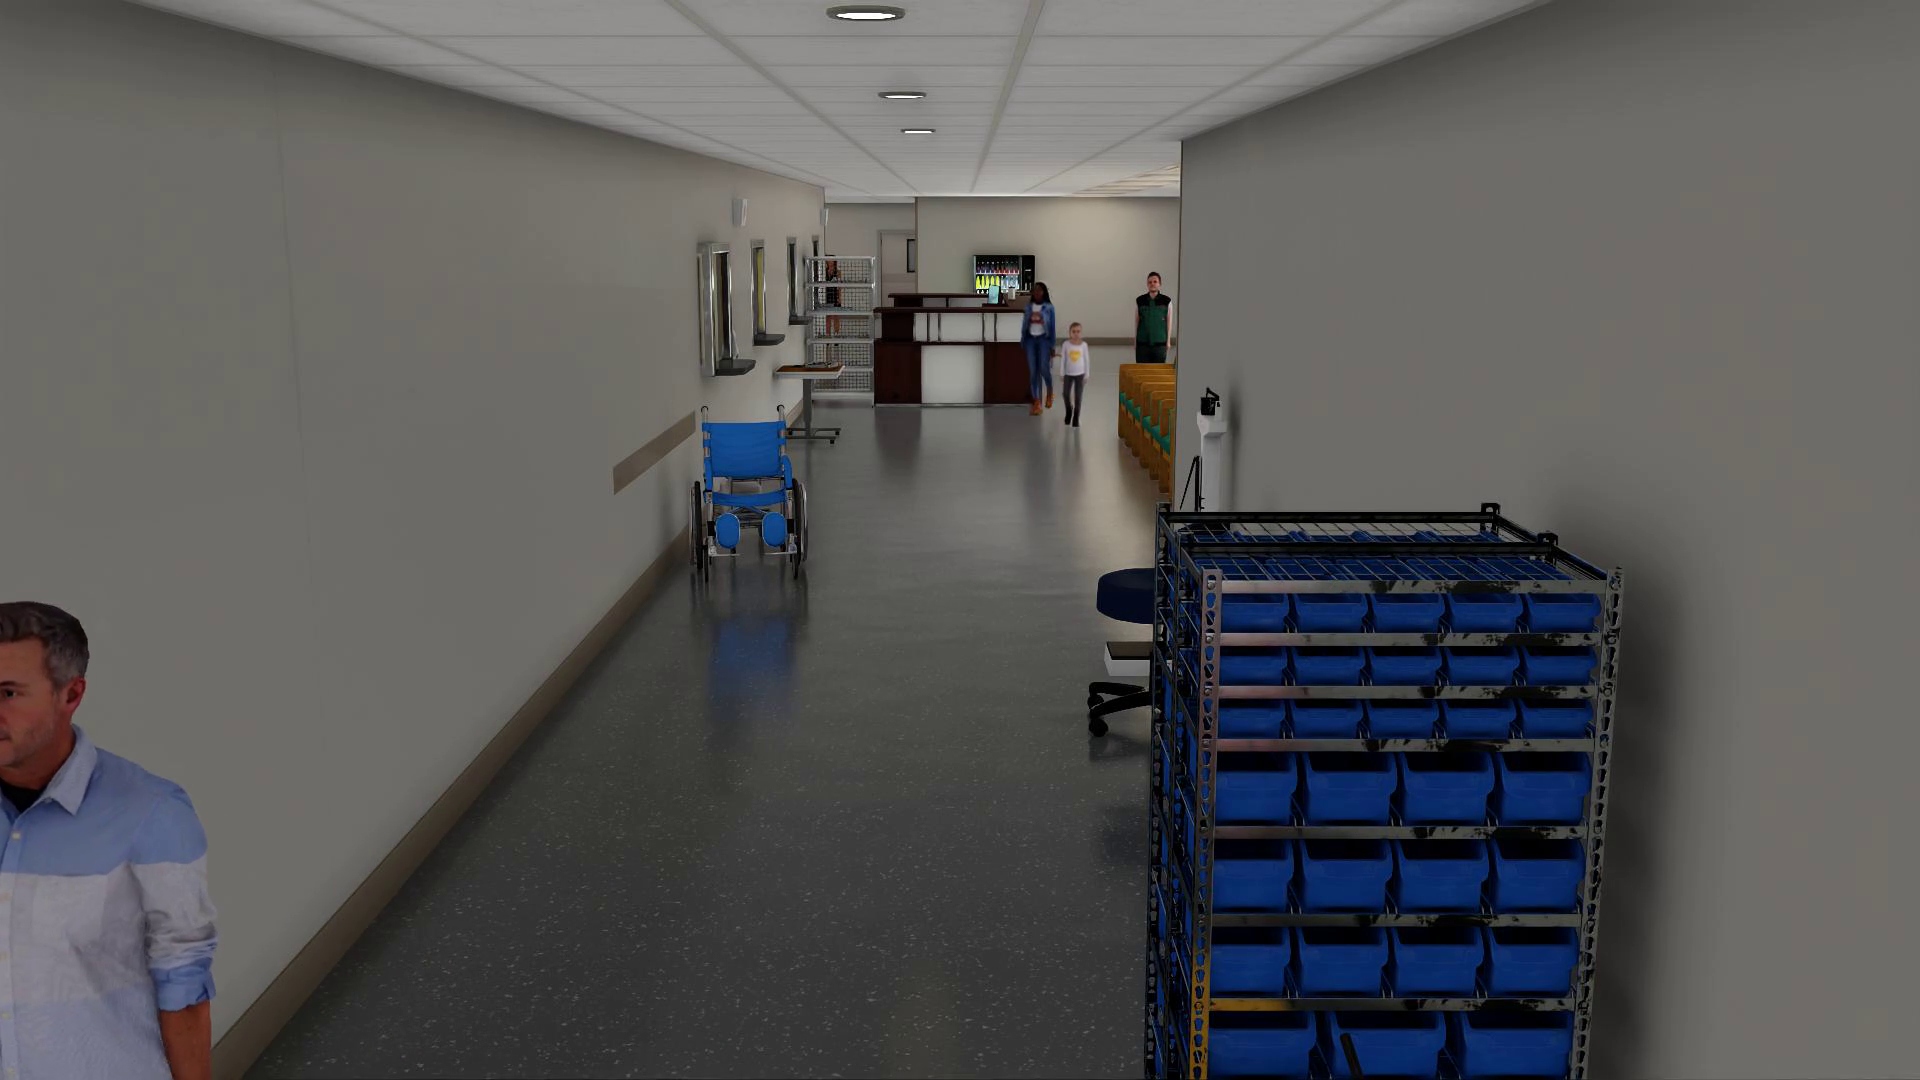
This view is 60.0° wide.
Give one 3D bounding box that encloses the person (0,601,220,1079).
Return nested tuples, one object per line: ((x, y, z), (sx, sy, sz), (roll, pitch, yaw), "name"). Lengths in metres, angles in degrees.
((-1.585, 0.981, 3.009), (0.849, 1.816, 0.767), (1, 11, 3), "person")

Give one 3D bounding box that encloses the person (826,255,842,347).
((-2.601, -4.856, 33.720), (0.562, 1.835, 0.698), (3, 11, 18), "person")

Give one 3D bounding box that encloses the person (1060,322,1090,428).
((1.396, -2.020, 20.282), (0.513, 1.273, 0.570), (1, 11, 4), "person")

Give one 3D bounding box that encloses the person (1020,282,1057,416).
((1.048, -2.476, 21.540), (0.800, 1.701, 0.830), (5, 12, 23), "person")

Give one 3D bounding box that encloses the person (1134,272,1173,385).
((2.491, -2.562, 21.609), (0.580, 1.843, 0.733), (2, 11, 8), "person")
